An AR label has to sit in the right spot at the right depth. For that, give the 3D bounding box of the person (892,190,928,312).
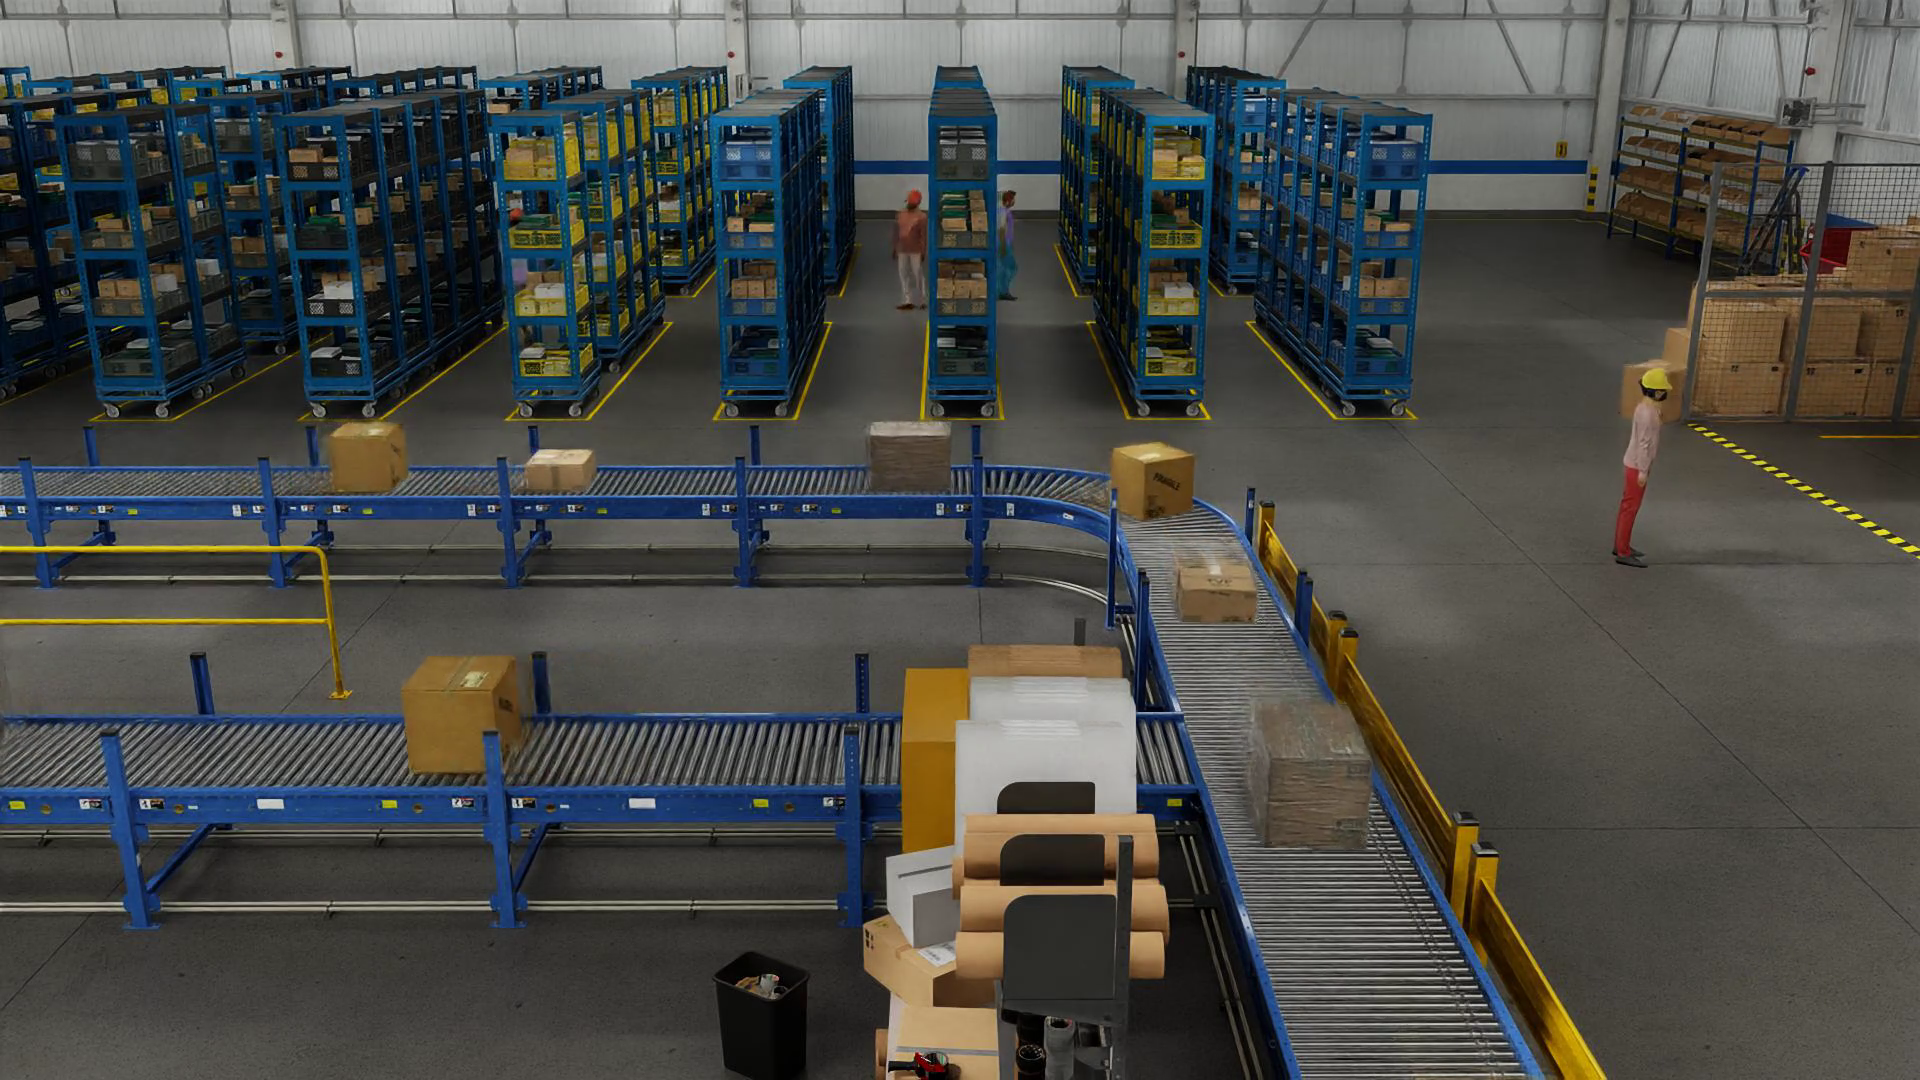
[{"bbox_3d":[-0.788,-4.661,26.843,0.706,1.964,0.385,11,21,30],"label":"person"}]

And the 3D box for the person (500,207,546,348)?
[{"bbox_3d":[-6.309,-3.781,24.041,0.619,2.017,0.869,-1,18,-4],"label":"person"}]

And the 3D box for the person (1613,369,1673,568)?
[{"bbox_3d":[6.068,-0.652,14.788,0.328,1.769,0.526,6,19,19],"label":"person"}]

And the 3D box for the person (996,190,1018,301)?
[{"bbox_3d":[0.809,-4.914,27.797,0.534,1.830,0.607,1,18,2],"label":"person"}]
